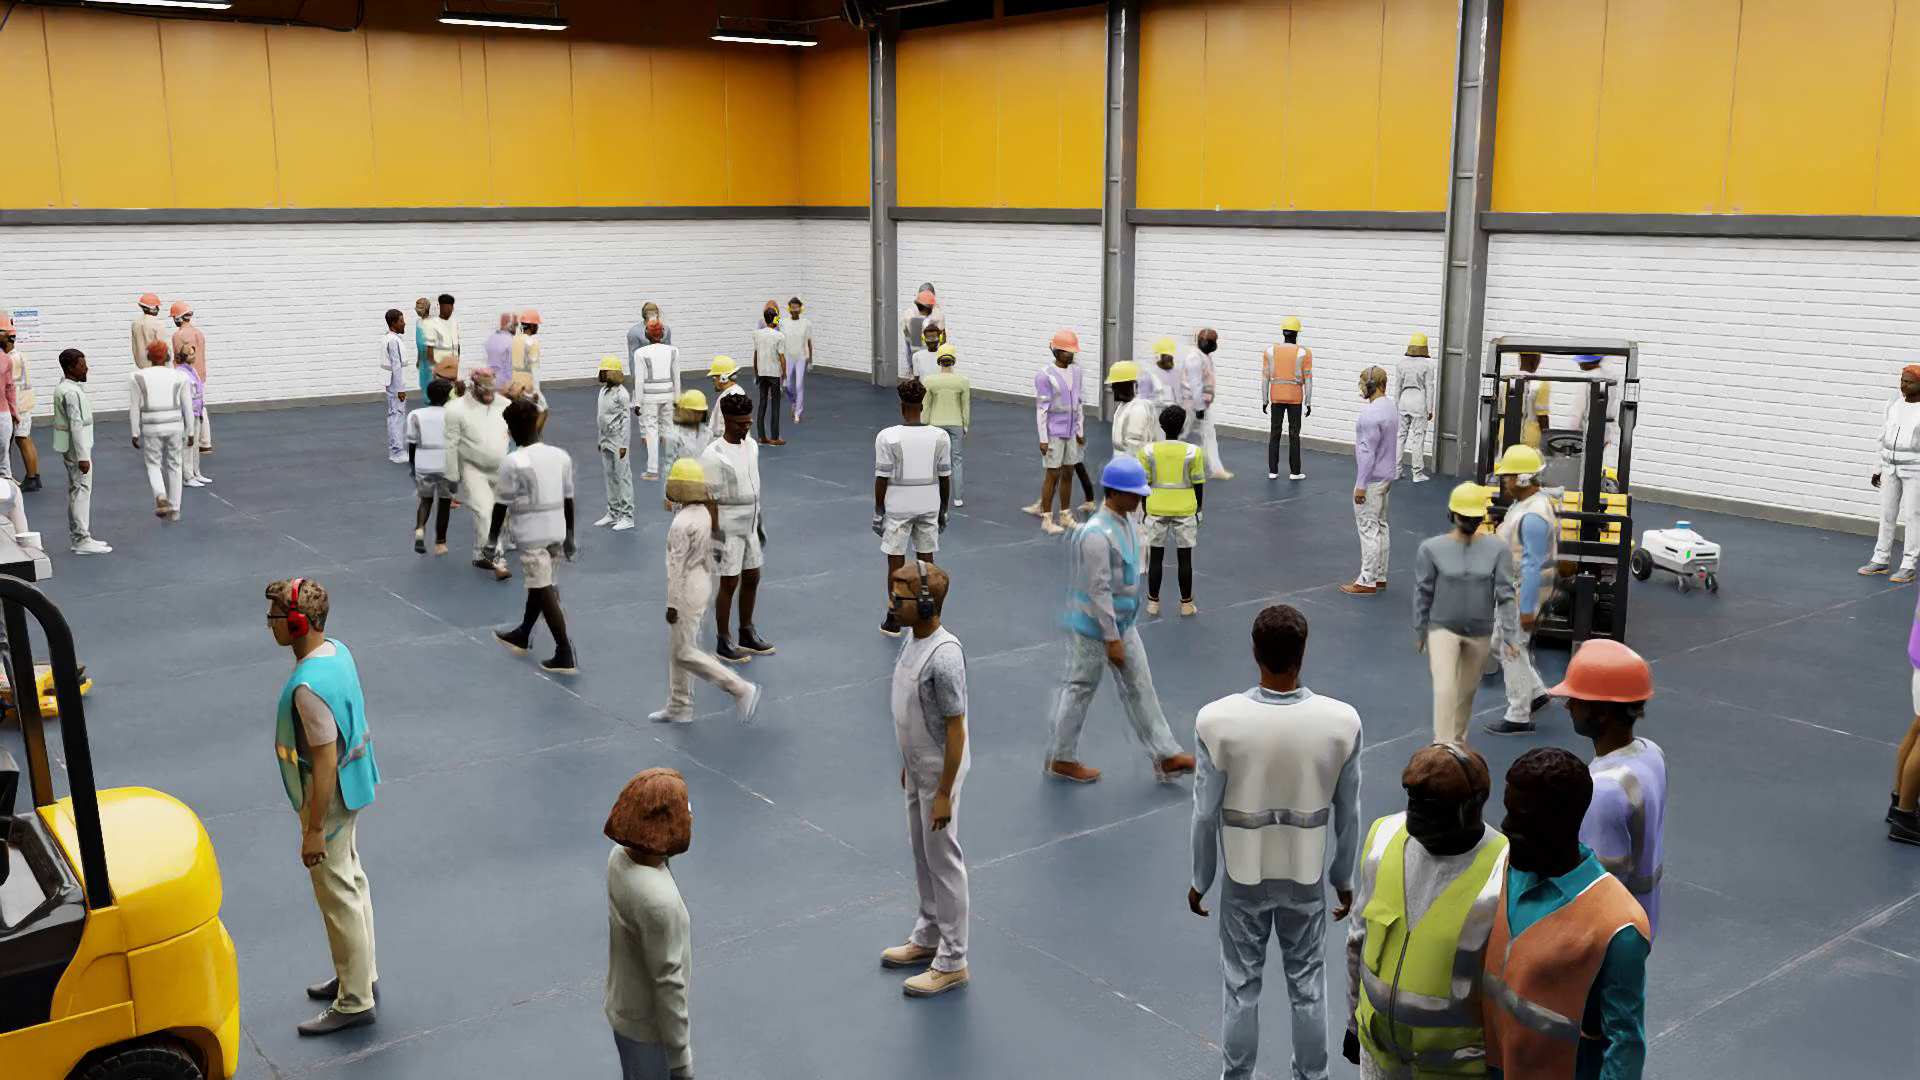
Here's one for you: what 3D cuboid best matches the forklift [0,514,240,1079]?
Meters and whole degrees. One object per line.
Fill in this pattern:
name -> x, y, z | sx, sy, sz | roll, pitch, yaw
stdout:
forklift -> -3.687, 1.115, 5.480 | 2.313, 2.155, 1.214 | -9, 15, -36

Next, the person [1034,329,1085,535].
person -> 1.009, -1.058, 16.388 | 0.611, 2.030, 0.410 | -11, 16, -43

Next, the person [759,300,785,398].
person -> -3.052, -3.129, 27.344 | 0.546, 1.627, 0.346 | 5, 13, 22

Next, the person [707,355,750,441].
person -> -2.203, -0.848, 15.879 | 0.403, 1.819, 0.600 | -1, 12, -3

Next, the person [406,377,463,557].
person -> -4.808, -0.660, 15.308 | 0.526, 1.671, 0.404 | 0, 12, 0

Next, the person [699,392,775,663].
person -> -1.602, -0.092, 11.910 | 0.387, 1.949, 0.629 | 6, 13, 26

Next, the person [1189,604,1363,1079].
person -> 1.105, 1.177, 5.860 | 0.592, 1.912, 0.377 | 0, 12, 0

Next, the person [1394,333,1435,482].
person -> 5.330, -1.556, 19.500 | 0.488, 1.736, 0.322 | 10, 16, 41

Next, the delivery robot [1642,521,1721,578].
delivery robot -> 6.163, 0.081, 14.222 | 0.477, 0.478, 0.707 | -2, 12, -10

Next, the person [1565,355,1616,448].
person -> 6.256, -1.048, 16.600 | 0.646, 1.909, 0.444 | -9, 15, -37

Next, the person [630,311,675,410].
person -> -4.821, -2.788, 25.788 | 0.853, 1.591, 0.546 | 2, 12, 11

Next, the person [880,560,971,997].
person -> -0.134, 0.985, 6.952 | 0.342, 1.845, 0.506 | -4, 12, -18

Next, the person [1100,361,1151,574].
person -> 1.462, -0.611, 14.532 | 0.455, 1.904, 0.584 | -3, 12, -13

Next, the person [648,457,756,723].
person -> -1.639, 0.340, 10.376 | 0.700, 1.715, 0.499 | 2, 12, 8

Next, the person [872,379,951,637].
person -> -0.364, -0.236, 12.605 | 0.615, 1.951, 0.388 | -5, 13, -22

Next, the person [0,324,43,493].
person -> -10.663, -1.496, 18.757 | 0.400, 1.926, 0.547 | -5, 13, -24

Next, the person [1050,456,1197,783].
person -> 0.941, 0.480, 9.265 | 0.971, 1.895, 0.628 | 5, 13, 24

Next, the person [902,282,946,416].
person -> -0.484, -2.844, 24.972 | 0.676, 2.000, 0.536 | 5, 13, 23

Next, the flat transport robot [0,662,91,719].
flat transport robot -> -6.494, 0.990, 10.748 | 1.431, 0.197, 0.652 | -2, 12, -10

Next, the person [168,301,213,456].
person -> -9.893, -2.062, 21.341 | 0.410, 1.980, 0.630 | 1, 12, 6

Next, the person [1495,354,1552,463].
person -> 5.460, -0.969, 16.187 | 0.459, 1.958, 0.646 | -10, 15, -39

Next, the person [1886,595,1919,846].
person -> 5.095, 0.622, 8.538 | 0.424, 1.924, 0.560 | 5, 13, 23

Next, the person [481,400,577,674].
person -> -3.075, -0.032, 11.722 | 0.962, 1.909, 0.600 | 6, 13, 27

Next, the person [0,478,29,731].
person -> -6.033, 0.261, 10.225 | 0.603, 1.938, 0.401 | -8, 14, -35

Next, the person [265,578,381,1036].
person -> -2.512, 1.050, 6.638 | 0.373, 1.843, 0.571 | -3, 12, -13

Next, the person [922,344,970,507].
person -> -0.156, -1.220, 17.818 | 0.517, 1.759, 0.333 | -1, 12, -7

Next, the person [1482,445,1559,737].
person -> 3.472, 0.315, 10.260 | 0.457, 1.809, 0.603 | 3, 12, 15

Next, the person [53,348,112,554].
person -> -8.247, -0.827, 15.527 | 0.376, 1.917, 0.600 | -8, 14, -33

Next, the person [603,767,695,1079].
person -> -0.940, 1.482, 5.095 | 0.278, 1.628, 0.505 | -6, 13, -26

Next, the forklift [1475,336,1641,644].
forklift -> 4.683, -0.471, 13.136 | 1.214, 2.155, 2.313 | 4, 12, 20

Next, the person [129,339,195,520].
person -> -8.143, -1.114, 17.016 | 0.608, 1.871, 0.497 | -6, 13, -27

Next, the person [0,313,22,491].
person -> -10.728, -1.526, 18.640 | 0.411, 2.035, 0.601 | -2, 12, -11

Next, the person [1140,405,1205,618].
person -> 1.669, -0.222, 13.140 | 0.530, 1.697, 0.321 | 3, 12, 14

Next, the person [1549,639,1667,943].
person -> 2.047, 1.264, 5.388 | 0.378, 1.933, 0.551 | 8, 14, 34

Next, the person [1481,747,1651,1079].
person -> 1.571, 1.466, 4.461 | 0.371, 1.915, 0.597 | -4, 12, -18

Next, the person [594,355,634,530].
person -> -3.481, -0.980, 16.685 | 0.289, 1.746, 0.486 | -11, 16, -44

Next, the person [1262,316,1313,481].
person -> 3.841, -1.660, 19.530 | 0.594, 1.924, 0.382 | 5, 13, 24

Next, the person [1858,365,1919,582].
person -> 8.182, -0.579, 14.417 | 0.353, 1.883, 0.572 | -5, 13, -24

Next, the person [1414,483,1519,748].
person -> 2.849, 0.544, 9.369 | 0.540, 1.730, 0.877 | 1, 12, 4

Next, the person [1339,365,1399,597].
person -> 3.450, -0.494, 13.904 | 0.381, 1.929, 0.636 | 7, 13, 29

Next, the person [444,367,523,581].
person -> -4.065, -0.583, 14.488 | 0.698, 1.846, 0.981 | -10, 16, -41

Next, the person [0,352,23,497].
person -> -10.576, -1.376, 18.128 | 0.371, 1.941, 0.627 | 8, 14, 33

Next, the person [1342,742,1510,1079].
person -> 1.337, 1.452, 4.713 | 0.429, 1.840, 0.633 | -9, 15, -38

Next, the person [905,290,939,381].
person -> -0.480, -2.389, 22.786 | 0.395, 2.042, 0.611 | -10, 15, -40

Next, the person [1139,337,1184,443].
person -> 2.191, -1.344, 18.321 | 0.600, 1.803, 0.873 | -10, 15, -39

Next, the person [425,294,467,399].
person -> -7.274, -2.531, 23.711 | 0.814, 1.928, 0.652 | 7, 14, 32

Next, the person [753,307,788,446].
person -> -2.530, -2.182, 22.238 | 0.526, 1.857, 0.343 | 5, 13, 25

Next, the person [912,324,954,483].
person -> -0.301, -1.580, 19.311 | 0.511, 1.862, 0.325 | 0, 12, 0

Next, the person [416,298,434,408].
person -> -7.884, -2.674, 24.660 | 0.520, 1.836, 0.338 | 11, 16, 42

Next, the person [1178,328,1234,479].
person -> 2.760, -1.606, 19.633 | 0.928, 1.793, 0.637 | 6, 13, 28

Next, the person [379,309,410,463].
person -> -7.073, -1.931, 20.859 | 0.392, 1.920, 0.587 | -6, 13, -25

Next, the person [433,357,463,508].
person -> -5.493, -1.150, 17.817 | 0.306, 1.622, 0.505 | -5, 13, -22

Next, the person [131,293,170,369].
person -> -11.128, -2.408, 22.974 | 0.614, 1.993, 0.395 | 5, 13, 24

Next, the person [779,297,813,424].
person -> -2.429, -2.645, 24.460 | 0.549, 1.854, 0.473 | 1, 12, 5

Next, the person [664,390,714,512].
person -> -2.209, -0.394, 13.879 | 0.415, 1.724, 0.508 | 9, 14, 36

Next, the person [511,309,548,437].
person -> -5.420, -1.934, 20.889 | 0.580, 1.914, 0.477 | 9, 15, 37

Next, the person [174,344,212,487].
person -> -8.861, -1.435, 19.136 | 0.311, 1.642, 0.514 | -1, 12, -6

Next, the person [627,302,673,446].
person -> -4.119, -2.214, 22.213 | 0.634, 1.930, 0.384 | -9, 14, -36

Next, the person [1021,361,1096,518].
person -> 1.061, -1.058, 17.298 | 0.797, 1.643, 0.581 | 1, 12, 5

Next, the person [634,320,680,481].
person -> -3.554, -1.639, 19.534 | 0.584, 1.882, 0.347 | -9, 15, -37
